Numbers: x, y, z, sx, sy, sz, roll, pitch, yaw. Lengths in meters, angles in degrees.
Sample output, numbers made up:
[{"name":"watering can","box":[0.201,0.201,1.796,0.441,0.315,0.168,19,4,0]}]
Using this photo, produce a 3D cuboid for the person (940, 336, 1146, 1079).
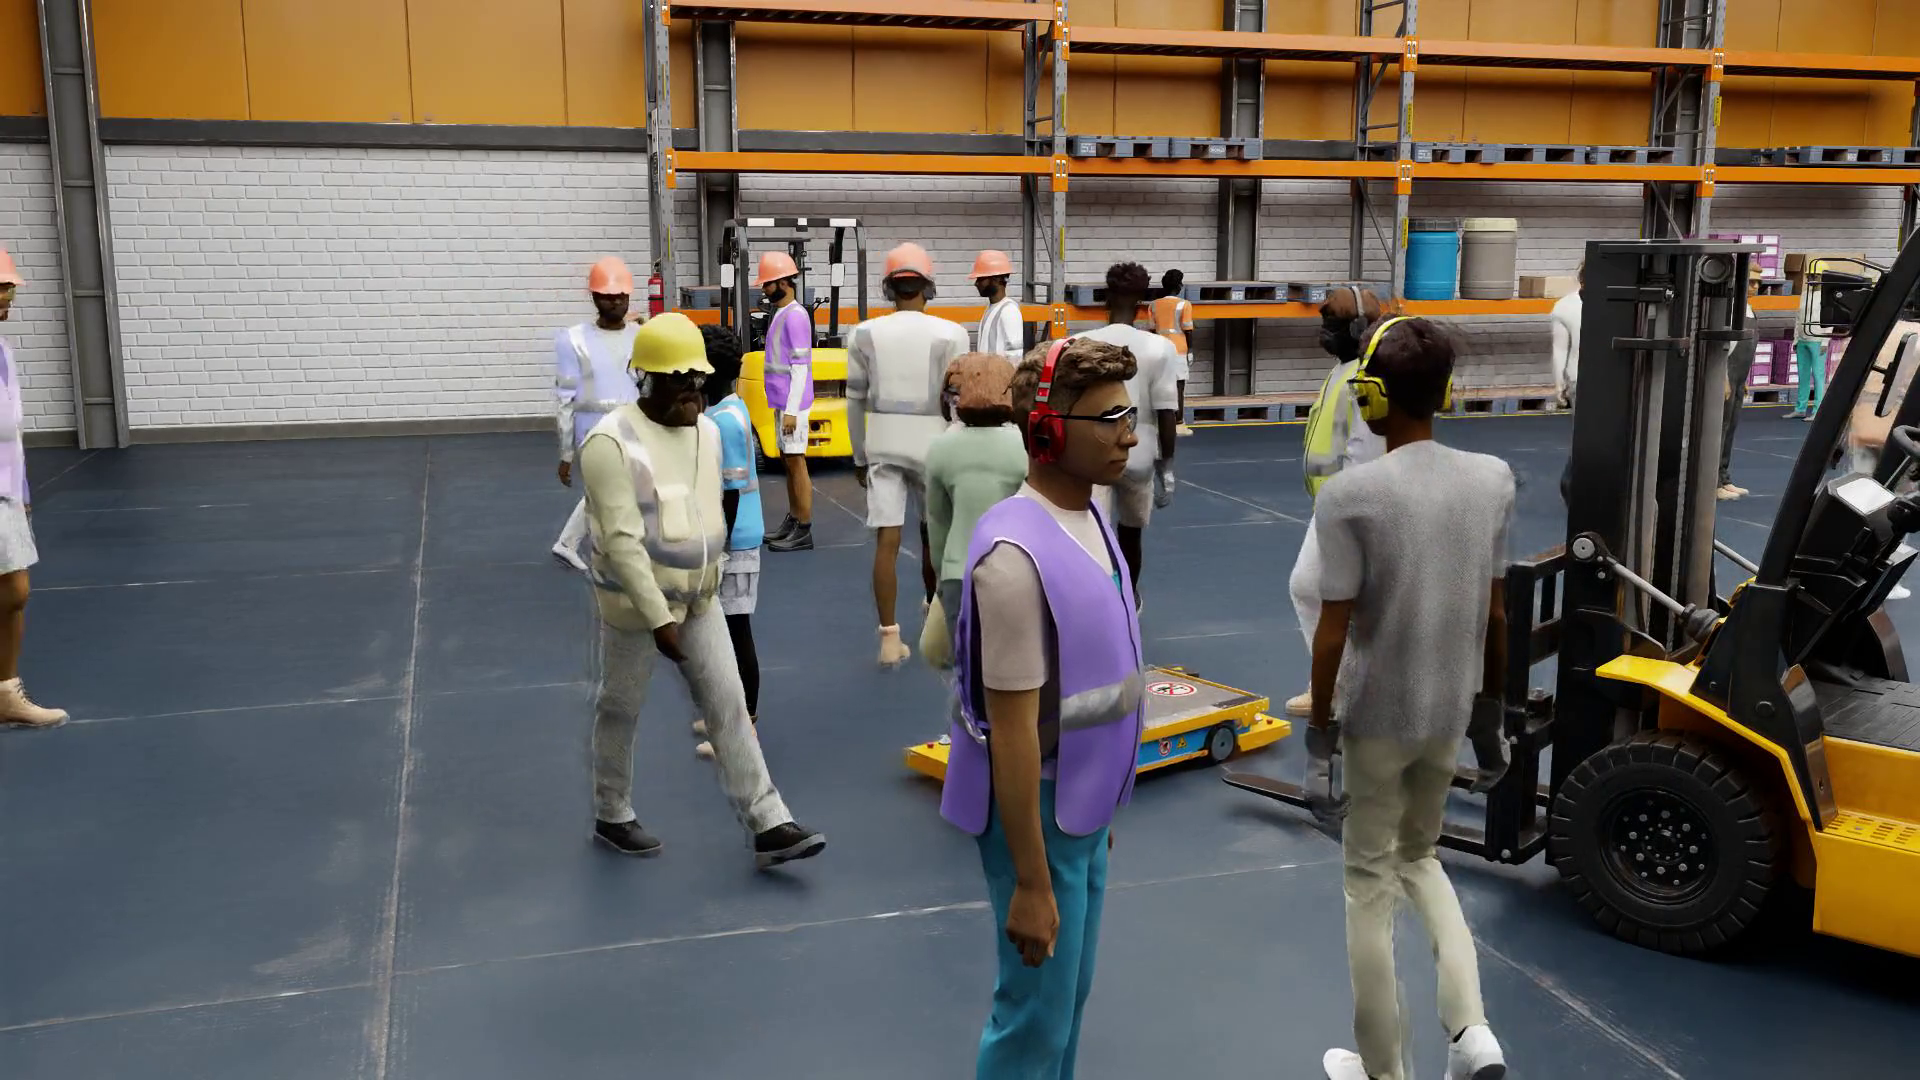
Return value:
[{"name":"person","box":[0.163,0.541,3.137,0.377,1.844,0.569,3,11,15]}]

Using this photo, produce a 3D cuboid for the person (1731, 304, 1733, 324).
[{"name":"person","box":[5.601,-1.215,12.600,0.409,1.907,0.651,6,12,28]}]

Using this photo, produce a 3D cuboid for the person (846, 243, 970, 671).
[{"name":"person","box":[-0.235,-0.427,8.056,0.616,1.981,1.041,2,10,9]}]

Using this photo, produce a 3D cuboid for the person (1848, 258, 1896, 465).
[{"name":"person","box":[6.405,-0.984,11.390,0.646,1.892,0.431,10,14,43]}]

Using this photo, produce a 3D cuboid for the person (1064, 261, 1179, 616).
[{"name":"person","box":[0.763,-0.404,8.186,0.626,1.900,1.070,2,10,9]}]

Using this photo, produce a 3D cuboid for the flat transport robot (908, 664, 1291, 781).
[{"name":"flat transport robot","box":[0.562,0.730,6.427,1.431,0.197,0.652,-8,13,-38]}]

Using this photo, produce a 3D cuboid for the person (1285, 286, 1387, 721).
[{"name":"person","box":[1.576,-0.114,6.794,0.608,1.820,0.643,-1,10,-4]}]

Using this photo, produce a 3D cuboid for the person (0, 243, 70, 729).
[{"name":"person","box":[-3.925,-0.199,6.695,0.470,2.026,0.635,-1,10,-6]}]

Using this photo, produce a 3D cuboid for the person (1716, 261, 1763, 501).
[{"name":"person","box":[5.968,-1.227,12.850,0.345,1.841,0.506,9,14,41]}]

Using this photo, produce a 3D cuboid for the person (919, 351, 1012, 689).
[{"name":"person","box":[0.058,0.122,6.054,0.333,1.619,0.512,-7,12,-33]}]

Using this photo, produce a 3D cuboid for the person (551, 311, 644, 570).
[{"name":"person","box":[-2.091,-0.590,10.015,0.849,1.596,0.505,0,10,-2]}]

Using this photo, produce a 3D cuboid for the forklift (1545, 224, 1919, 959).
[{"name":"forklift","box":[2.909,0.117,4.508,2.313,2.155,1.214,9,14,40]}]

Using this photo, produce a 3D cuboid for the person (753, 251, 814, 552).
[{"name":"person","box":[-1.134,-0.887,10.745,0.373,1.928,0.543,-3,11,-14]}]

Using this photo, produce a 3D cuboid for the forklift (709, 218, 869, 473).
[{"name":"forklift","box":[-1.522,-1.778,14.899,1.214,2.155,2.313,-3,11,-17]}]

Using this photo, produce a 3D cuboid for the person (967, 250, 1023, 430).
[{"name":"person","box":[0.239,-1.014,11.423,0.376,1.933,0.551,-3,11,-15]}]

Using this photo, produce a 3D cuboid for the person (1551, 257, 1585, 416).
[{"name":"person","box":[4.676,-1.163,12.291,0.660,1.916,0.565,6,12,28]}]

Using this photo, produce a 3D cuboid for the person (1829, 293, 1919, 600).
[{"name":"person","box":[5.029,-0.562,9.128,0.786,1.882,0.597,-7,12,-32]}]

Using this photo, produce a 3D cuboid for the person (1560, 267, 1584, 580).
[{"name":"person","box":[3.768,-0.694,9.767,0.463,1.904,0.650,5,11,26]}]

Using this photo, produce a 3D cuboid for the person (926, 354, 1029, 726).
[{"name":"person","box":[0.127,0.147,5.907,0.524,1.611,0.499,5,12,27]}]

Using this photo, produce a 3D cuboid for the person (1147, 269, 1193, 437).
[{"name":"person","box":[2.151,-1.901,16.937,0.533,1.697,0.319,9,13,39]}]

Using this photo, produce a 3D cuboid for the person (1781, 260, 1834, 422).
[{"name":"person","box":[9.382,-2.191,18.331,0.300,1.772,0.532,-2,11,-12]}]

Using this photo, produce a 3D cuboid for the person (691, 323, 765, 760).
[{"name":"person","box":[-0.924,0.005,6.501,0.319,1.693,0.532,-2,10,-9]}]

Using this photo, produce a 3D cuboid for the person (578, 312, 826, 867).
[{"name":"person","box":[-0.865,0.191,5.222,0.941,1.779,0.589,8,13,37]}]

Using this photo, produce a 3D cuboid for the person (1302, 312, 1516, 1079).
[{"name":"person","box":[1.015,0.429,3.747,0.555,1.849,0.450,-3,11,-18]}]

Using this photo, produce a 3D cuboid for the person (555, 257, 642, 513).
[{"name":"person","box":[-1.706,-0.459,8.427,0.571,1.913,0.780,-6,12,-29]}]
